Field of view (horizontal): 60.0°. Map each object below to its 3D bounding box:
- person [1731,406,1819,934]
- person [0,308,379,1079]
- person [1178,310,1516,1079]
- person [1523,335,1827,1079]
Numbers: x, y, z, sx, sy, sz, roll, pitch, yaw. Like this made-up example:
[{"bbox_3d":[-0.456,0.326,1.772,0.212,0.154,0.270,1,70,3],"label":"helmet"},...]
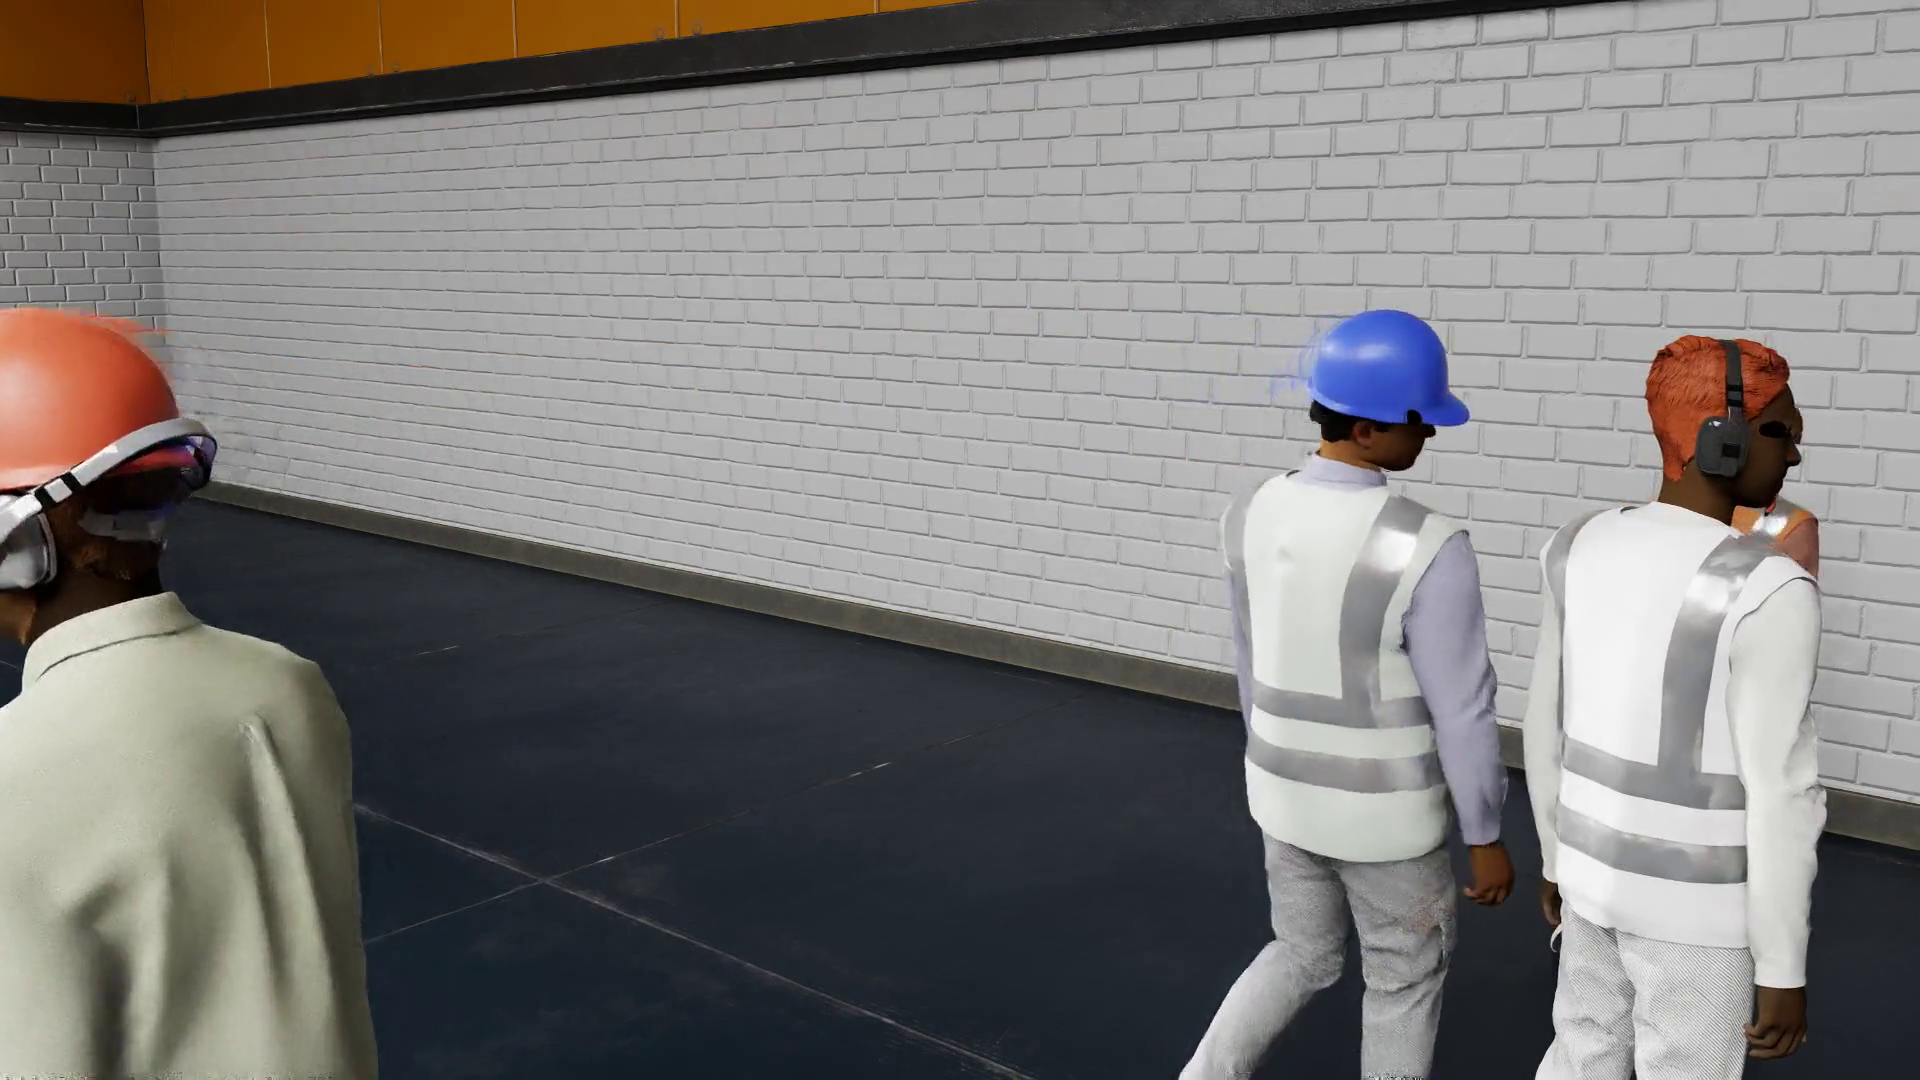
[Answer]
[{"bbox_3d":[2.162,0.395,4.749,0.701,1.620,0.531,-4,11,-23],"label":"person"},{"bbox_3d":[-0.733,0.752,1.699,0.645,1.967,0.656,1,10,6],"label":"person"},{"bbox_3d":[0.742,0.509,3.263,0.696,1.912,0.631,-6,12,-33],"label":"person"},{"bbox_3d":[1.177,0.604,2.789,0.337,1.881,0.583,-3,11,-19],"label":"person"}]
